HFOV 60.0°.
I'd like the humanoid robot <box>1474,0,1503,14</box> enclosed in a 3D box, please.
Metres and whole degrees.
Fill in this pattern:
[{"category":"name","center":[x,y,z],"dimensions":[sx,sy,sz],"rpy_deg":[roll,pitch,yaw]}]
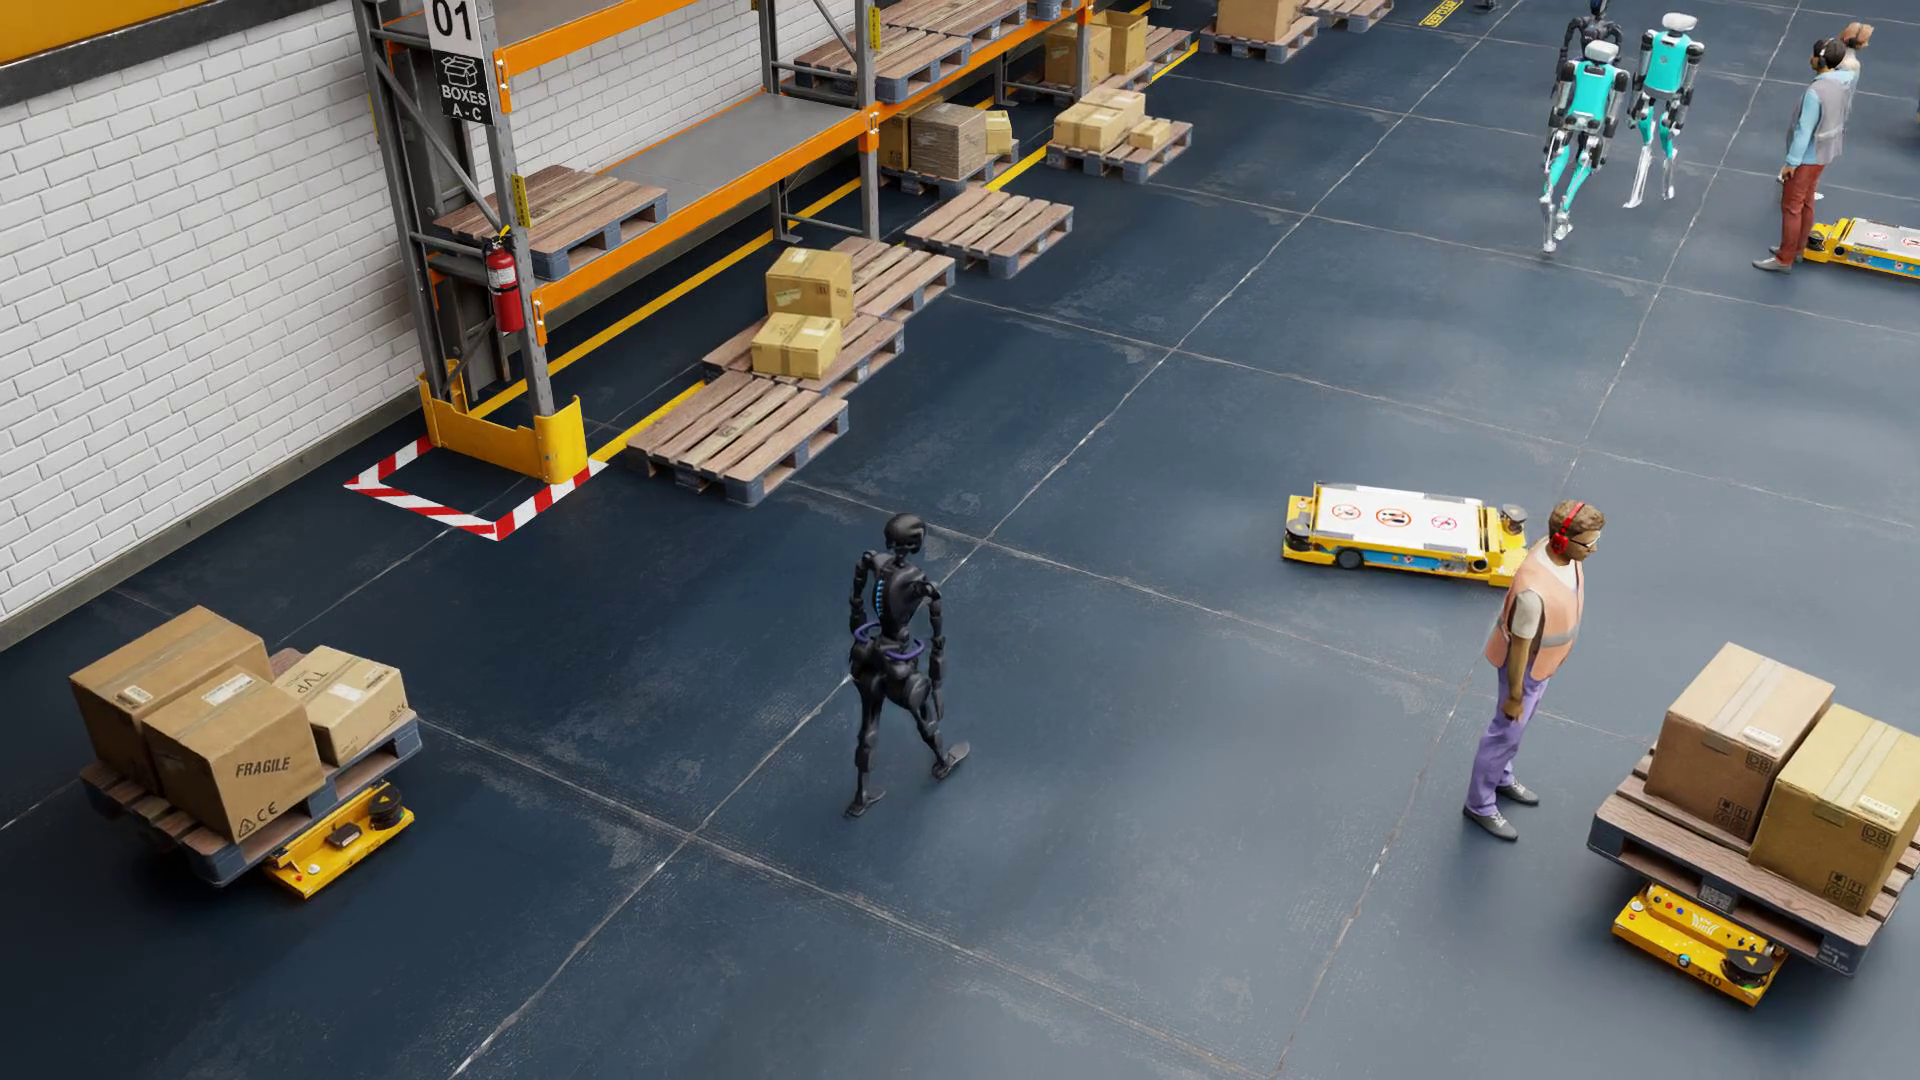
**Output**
[{"category":"humanoid robot","center":[6.286,-7.086,19.590],"dimensions":[0.427,1.634,0.596],"rpy_deg":[6,34,9]}]

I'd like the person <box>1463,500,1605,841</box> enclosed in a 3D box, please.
[{"category":"person","center":[2.670,0.588,7.839],"dimensions":[0.376,1.836,0.558],"rpy_deg":[20,38,27]}]

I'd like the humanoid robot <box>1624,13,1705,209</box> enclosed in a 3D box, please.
[{"category":"humanoid robot","center":[6.173,-3.699,14.508],"dimensions":[0.800,1.879,0.546],"rpy_deg":[-28,43,-35]}]

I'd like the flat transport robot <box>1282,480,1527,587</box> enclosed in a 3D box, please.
[{"category":"flat transport robot","center":[2.731,-0.041,10.209],"dimensions":[1.431,0.231,0.659],"rpy_deg":[7,34,11]}]

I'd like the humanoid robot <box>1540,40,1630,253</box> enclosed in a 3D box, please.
[{"category":"humanoid robot","center":[4.976,-3.104,13.528],"dimensions":[0.540,1.749,0.946],"rpy_deg":[17,37,24]}]

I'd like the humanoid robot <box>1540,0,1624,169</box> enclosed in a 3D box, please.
[{"category":"humanoid robot","center":[5.733,-4.189,15.213],"dimensions":[0.603,1.648,0.492],"rpy_deg":[24,41,32]}]

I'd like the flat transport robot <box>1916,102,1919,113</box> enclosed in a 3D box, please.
[{"category":"flat transport robot","center":[10.036,-3.893,16.038],"dimensions":[0.659,0.231,1.431],"rpy_deg":[-5,34,-7]}]

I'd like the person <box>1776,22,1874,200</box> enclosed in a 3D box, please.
[{"category":"person","center":[7.616,-3.759,14.604],"dimensions":[0.357,1.614,0.572],"rpy_deg":[-6,34,-9]}]

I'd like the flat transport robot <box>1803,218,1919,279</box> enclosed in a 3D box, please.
[{"category":"flat transport robot","center":[7.771,-2.361,13.719],"dimensions":[1.431,0.231,0.659],"rpy_deg":[20,38,27]}]

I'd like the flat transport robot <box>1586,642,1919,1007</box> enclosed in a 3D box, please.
[{"category":"flat transport robot","center":[3.687,1.557,7.793],"dimensions":[0.659,0.231,1.431],"rpy_deg":[27,42,34]}]

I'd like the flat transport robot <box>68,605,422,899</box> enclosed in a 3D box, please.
[{"category":"flat transport robot","center":[-3.455,1.250,8.257],"dimensions":[1.431,0.231,0.659],"rpy_deg":[20,39,28]}]

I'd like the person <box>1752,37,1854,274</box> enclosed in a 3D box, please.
[{"category":"person","center":[6.825,-3.079,13.365],"dimensions":[0.419,1.866,0.550],"rpy_deg":[27,42,34]}]

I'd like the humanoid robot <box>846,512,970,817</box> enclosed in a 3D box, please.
[{"category":"humanoid robot","center":[-0.301,0.570,8.043],"dimensions":[0.608,1.623,0.753],"rpy_deg":[23,40,31]}]
